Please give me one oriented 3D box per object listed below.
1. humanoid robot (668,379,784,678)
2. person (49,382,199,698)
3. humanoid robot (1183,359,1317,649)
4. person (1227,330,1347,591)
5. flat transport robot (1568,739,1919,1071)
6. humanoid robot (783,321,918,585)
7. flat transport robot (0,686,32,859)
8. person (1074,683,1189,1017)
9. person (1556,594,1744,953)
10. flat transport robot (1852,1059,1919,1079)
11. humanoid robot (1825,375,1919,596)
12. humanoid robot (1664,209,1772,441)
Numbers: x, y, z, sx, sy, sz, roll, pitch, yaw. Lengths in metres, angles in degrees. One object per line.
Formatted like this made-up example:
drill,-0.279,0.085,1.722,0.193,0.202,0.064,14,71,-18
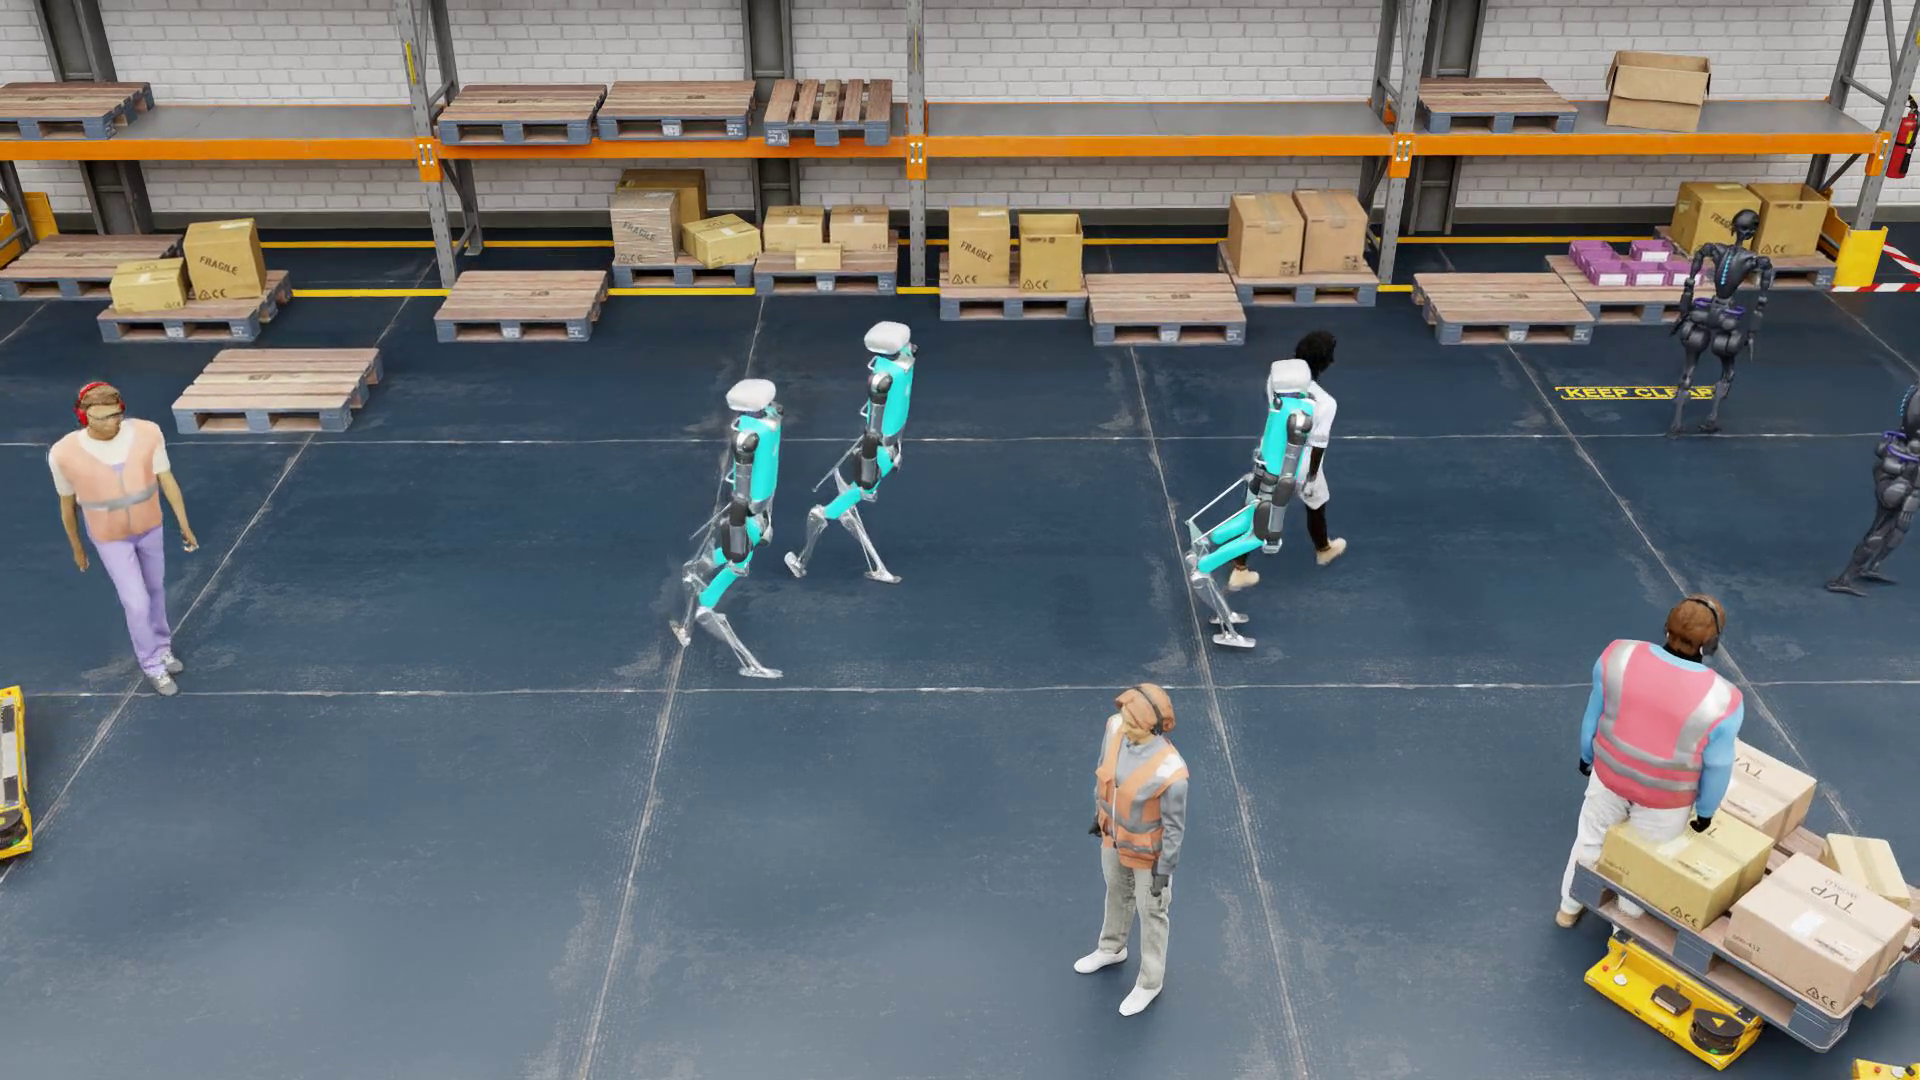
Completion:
humanoid robot,-1.398,-0.064,9.138,0.919,1.793,0.564,7,32,11
person,-4.402,-0.004,8.906,0.630,1.820,0.562,24,39,35
humanoid robot,1.529,-0.193,9.215,0.745,1.700,0.531,0,31,0
person,1.992,-0.484,9.886,0.919,1.636,0.528,-23,38,-33
flat transport robot,3.501,1.783,7.443,1.431,0.231,0.659,-22,38,-32
humanoid robot,-0.701,-0.477,9.818,0.942,1.808,0.559,10,33,17
flat transport robot,-5.105,1.195,8.422,0.659,0.231,1.431,-15,34,-23
person,0.735,1.272,6.963,0.306,1.638,0.510,-19,36,-28
person,2.973,1.031,7.183,0.637,1.830,0.429,25,39,35
flat transport robot,4.296,2.396,6.422,1.431,0.231,0.659,8,32,13
humanoid robot,5.504,-0.405,9.721,0.439,1.636,0.601,9,32,14
humanoid robot,5.225,-1.481,11.517,0.590,1.641,0.442,24,39,34
